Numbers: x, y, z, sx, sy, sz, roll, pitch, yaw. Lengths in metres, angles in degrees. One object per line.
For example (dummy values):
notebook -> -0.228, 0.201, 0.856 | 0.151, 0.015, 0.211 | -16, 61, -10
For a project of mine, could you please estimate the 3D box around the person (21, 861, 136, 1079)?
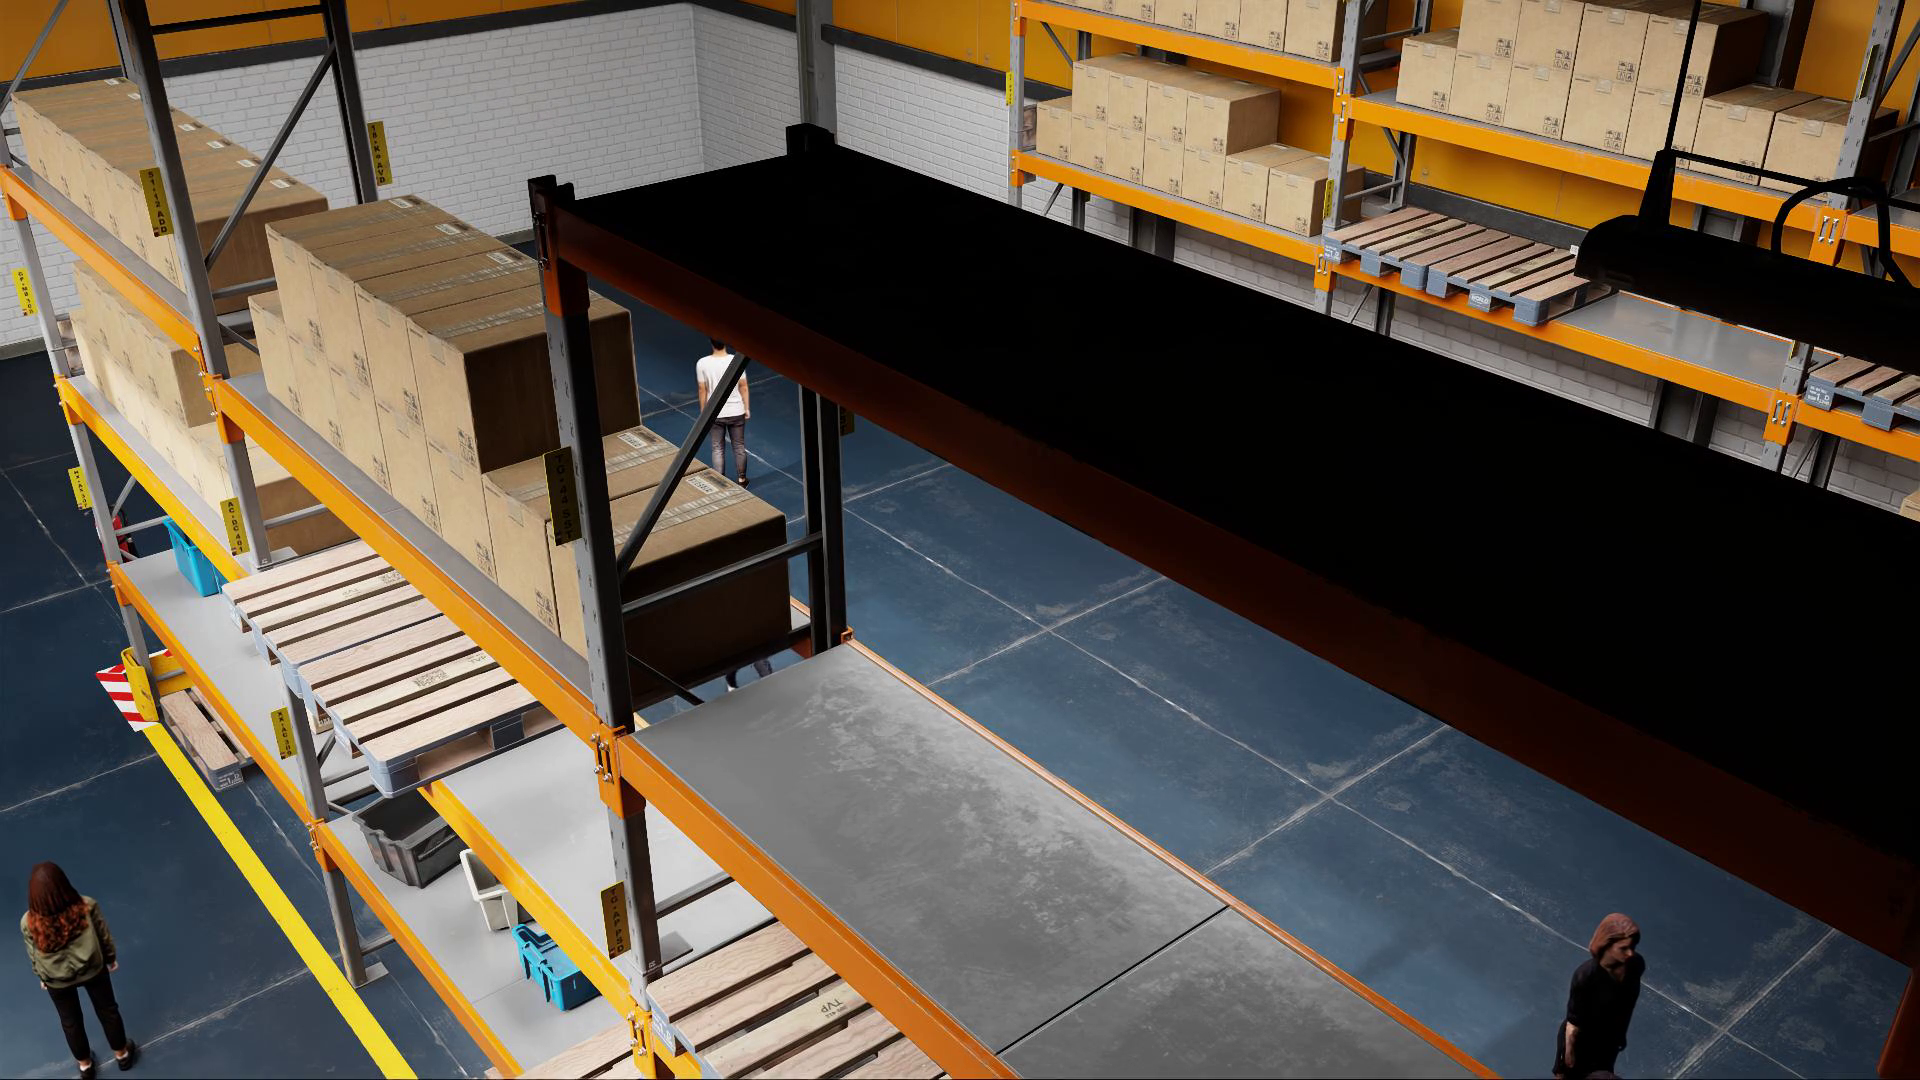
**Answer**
person -> -5.012, 2.438, 9.423 | 0.605, 1.475, 0.553 | -16, 32, -26

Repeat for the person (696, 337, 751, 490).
person -> -2.257, -1.256, 15.937 | 0.707, 1.722, 0.710 | -4, 29, -8

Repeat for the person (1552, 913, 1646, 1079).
person -> 3.340, 2.639, 8.818 | 0.637, 1.701, 0.597 | -12, 31, -20
